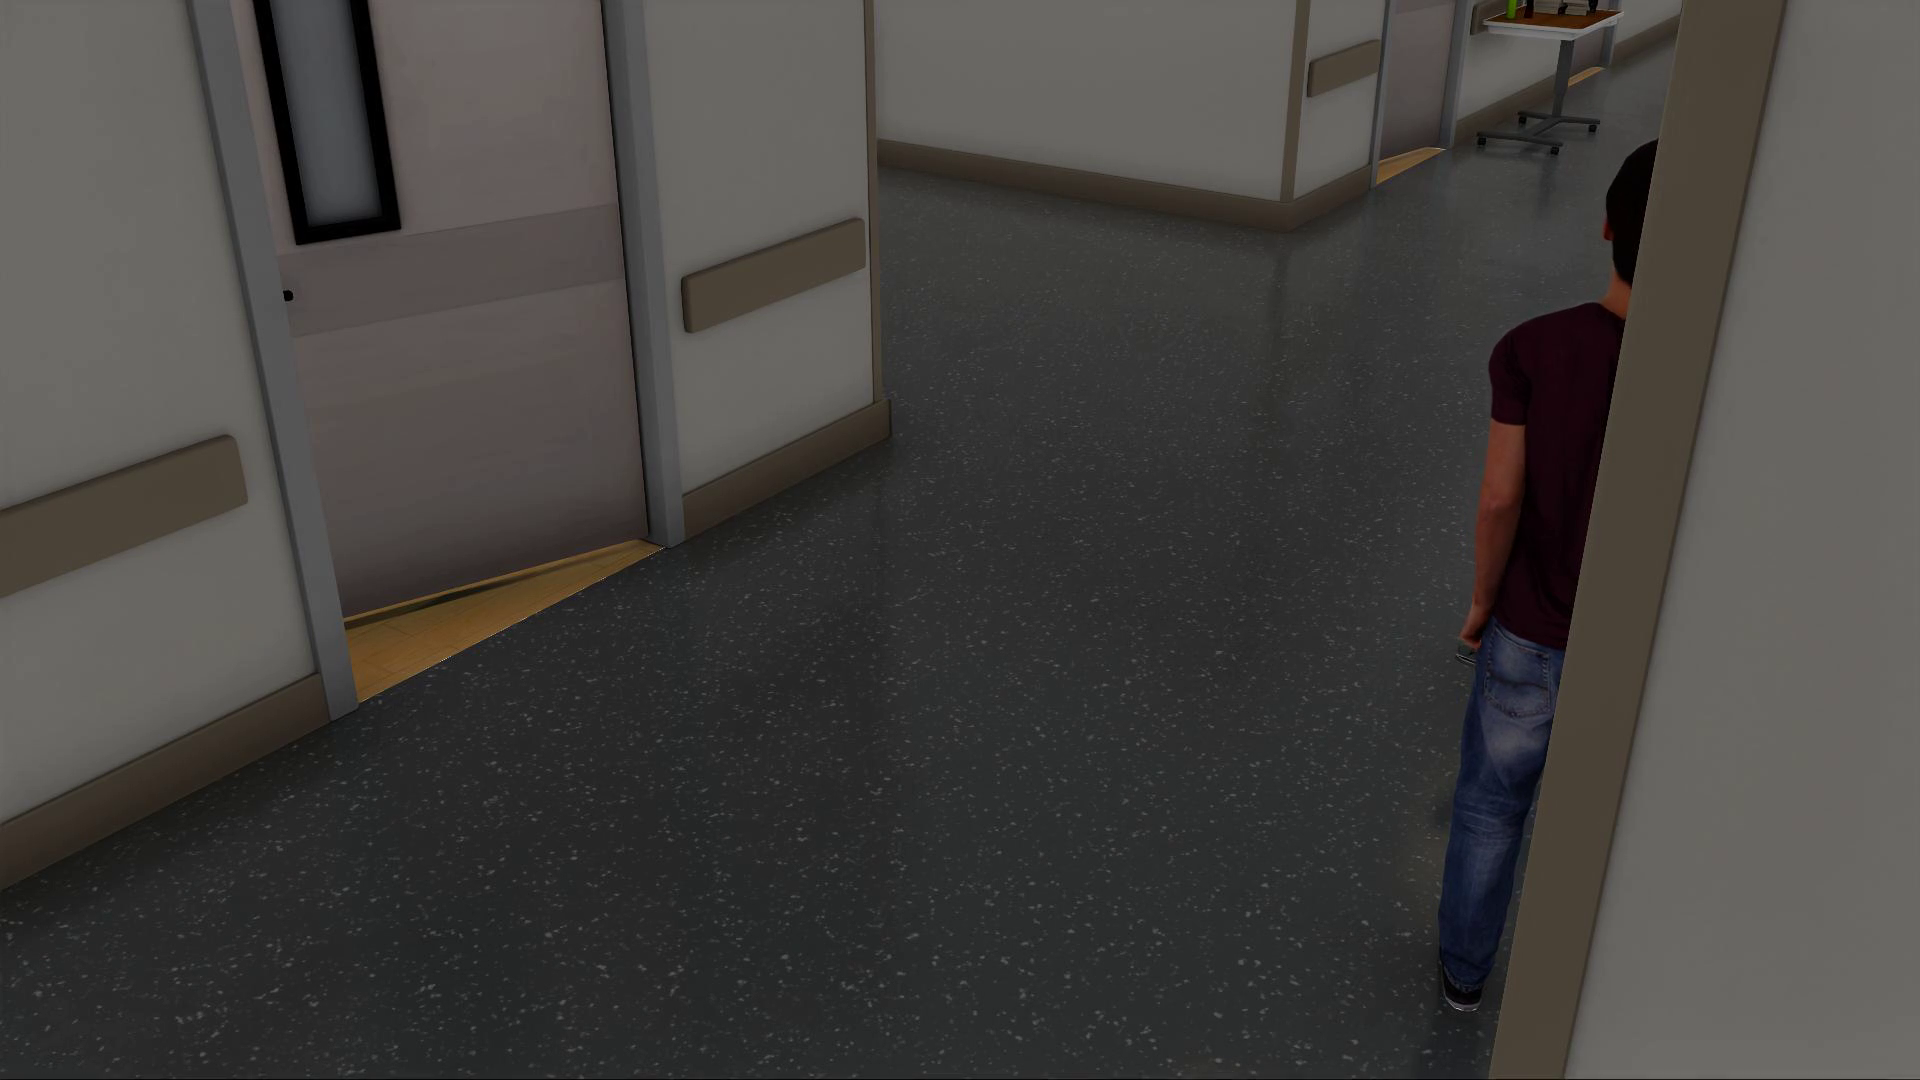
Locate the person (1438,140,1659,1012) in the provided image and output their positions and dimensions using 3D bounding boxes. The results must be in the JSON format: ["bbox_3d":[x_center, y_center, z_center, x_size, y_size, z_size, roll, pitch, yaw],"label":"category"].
[{"bbox_3d":[1.222,0.154,3.225,0.683,1.859,0.592,13,29,25],"label":"person"}]
